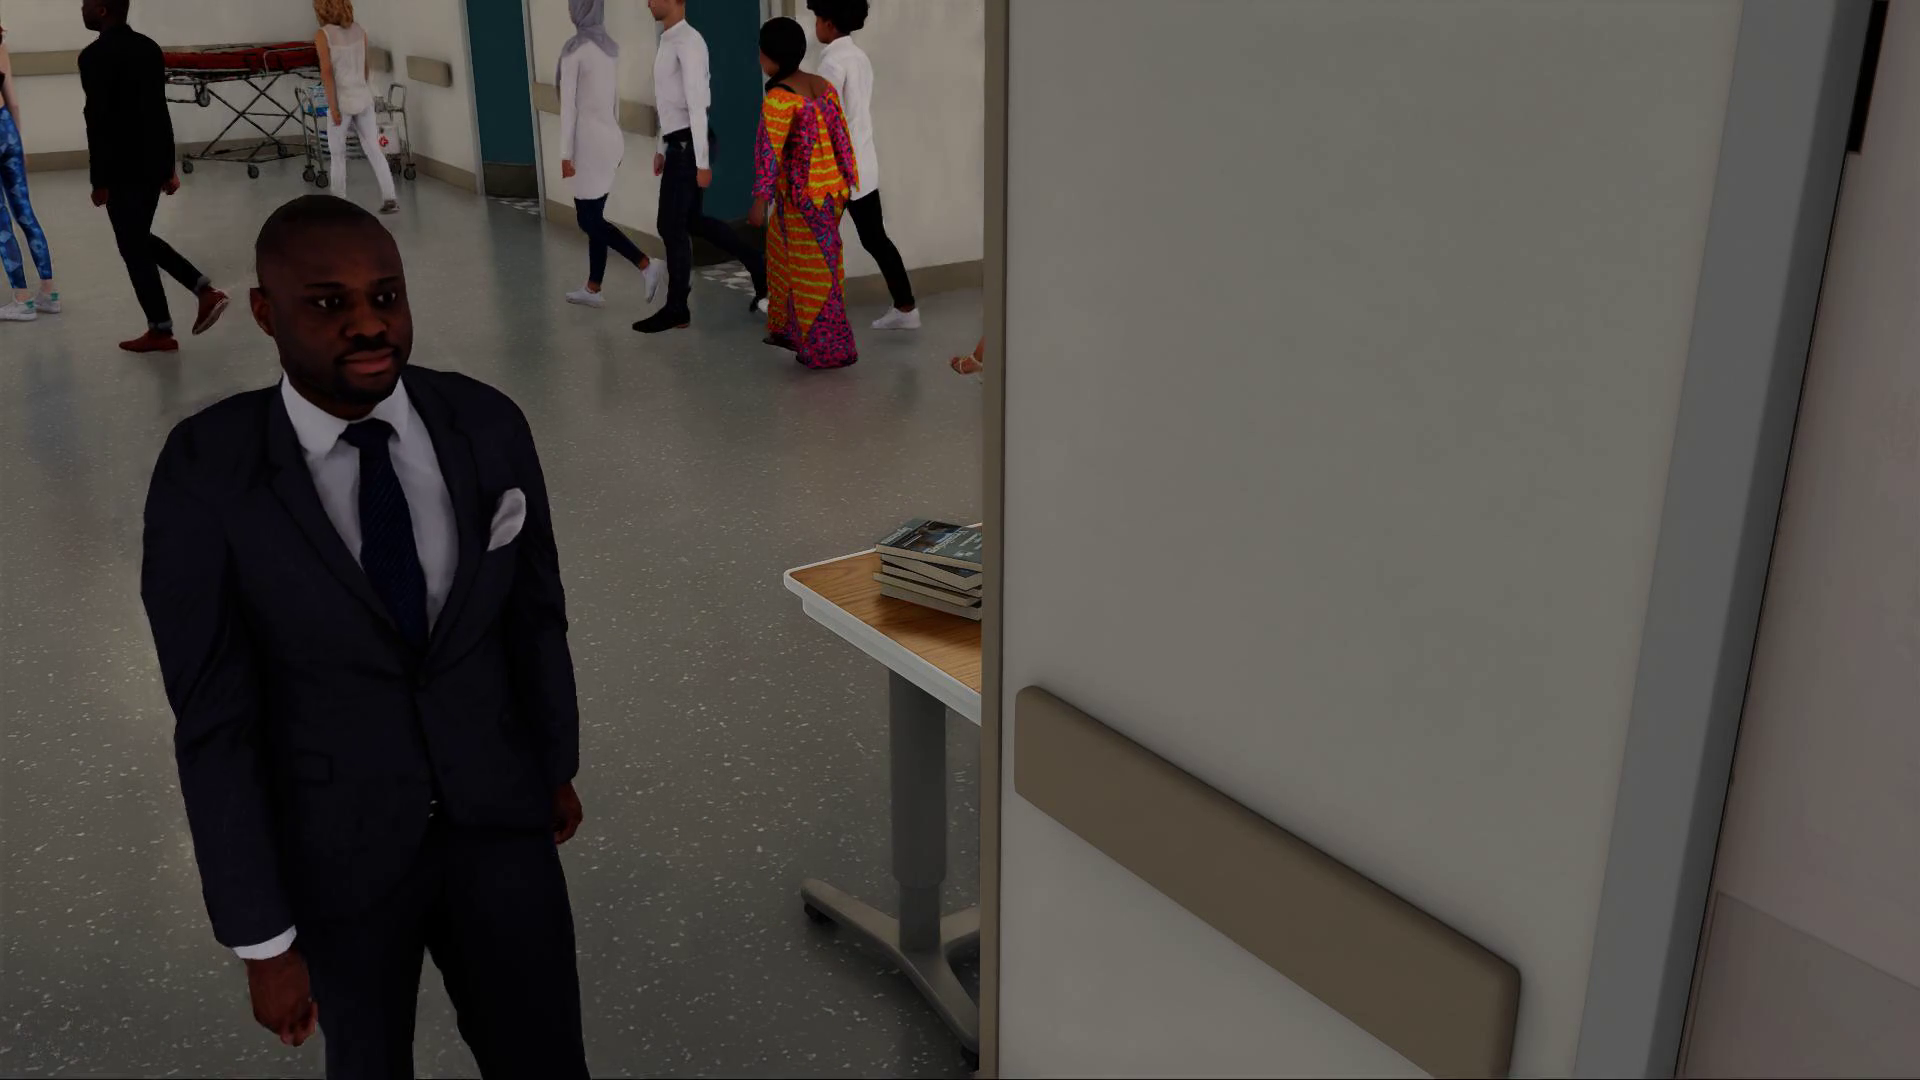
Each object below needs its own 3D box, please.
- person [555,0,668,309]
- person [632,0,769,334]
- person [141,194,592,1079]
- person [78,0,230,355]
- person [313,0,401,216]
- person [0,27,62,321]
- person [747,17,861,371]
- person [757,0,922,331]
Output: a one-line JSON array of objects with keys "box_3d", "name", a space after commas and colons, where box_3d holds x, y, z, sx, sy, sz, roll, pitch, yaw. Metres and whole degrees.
[{"box_3d": [-1.928, -2.102, 9.067, 1.087, 1.758, 0.917, 10, 23, 25], "name": "person"}, {"box_3d": [-1.344, -2.043, 8.732, 0.938, 1.847, 1.095, -6, 22, -16], "name": "person"}, {"box_3d": [-0.830, 0.411, 2.388, 0.706, 1.789, 1.025, -14, 25, -33], "name": "person"}, {"box_3d": [-4.004, -1.807, 8.222, 0.960, 1.805, 0.905, 1, 21, 1], "name": "person"}, {"box_3d": [-4.329, -3.123, 11.938, 1.121, 1.634, 0.749, 17, 27, 38], "name": "person"}, {"box_3d": [-5.230, -2.091, 9.002, 0.728, 1.785, 0.676, 5, 21, 13], "name": "person"}, {"box_3d": [-0.699, -1.648, 8.002, 0.971, 1.649, 0.885, 9, 22, 22], "name": "person"}, {"box_3d": [-0.501, -1.892, 8.513, 1.247, 1.758, 1.045, 9, 23, 23], "name": "person"}]
